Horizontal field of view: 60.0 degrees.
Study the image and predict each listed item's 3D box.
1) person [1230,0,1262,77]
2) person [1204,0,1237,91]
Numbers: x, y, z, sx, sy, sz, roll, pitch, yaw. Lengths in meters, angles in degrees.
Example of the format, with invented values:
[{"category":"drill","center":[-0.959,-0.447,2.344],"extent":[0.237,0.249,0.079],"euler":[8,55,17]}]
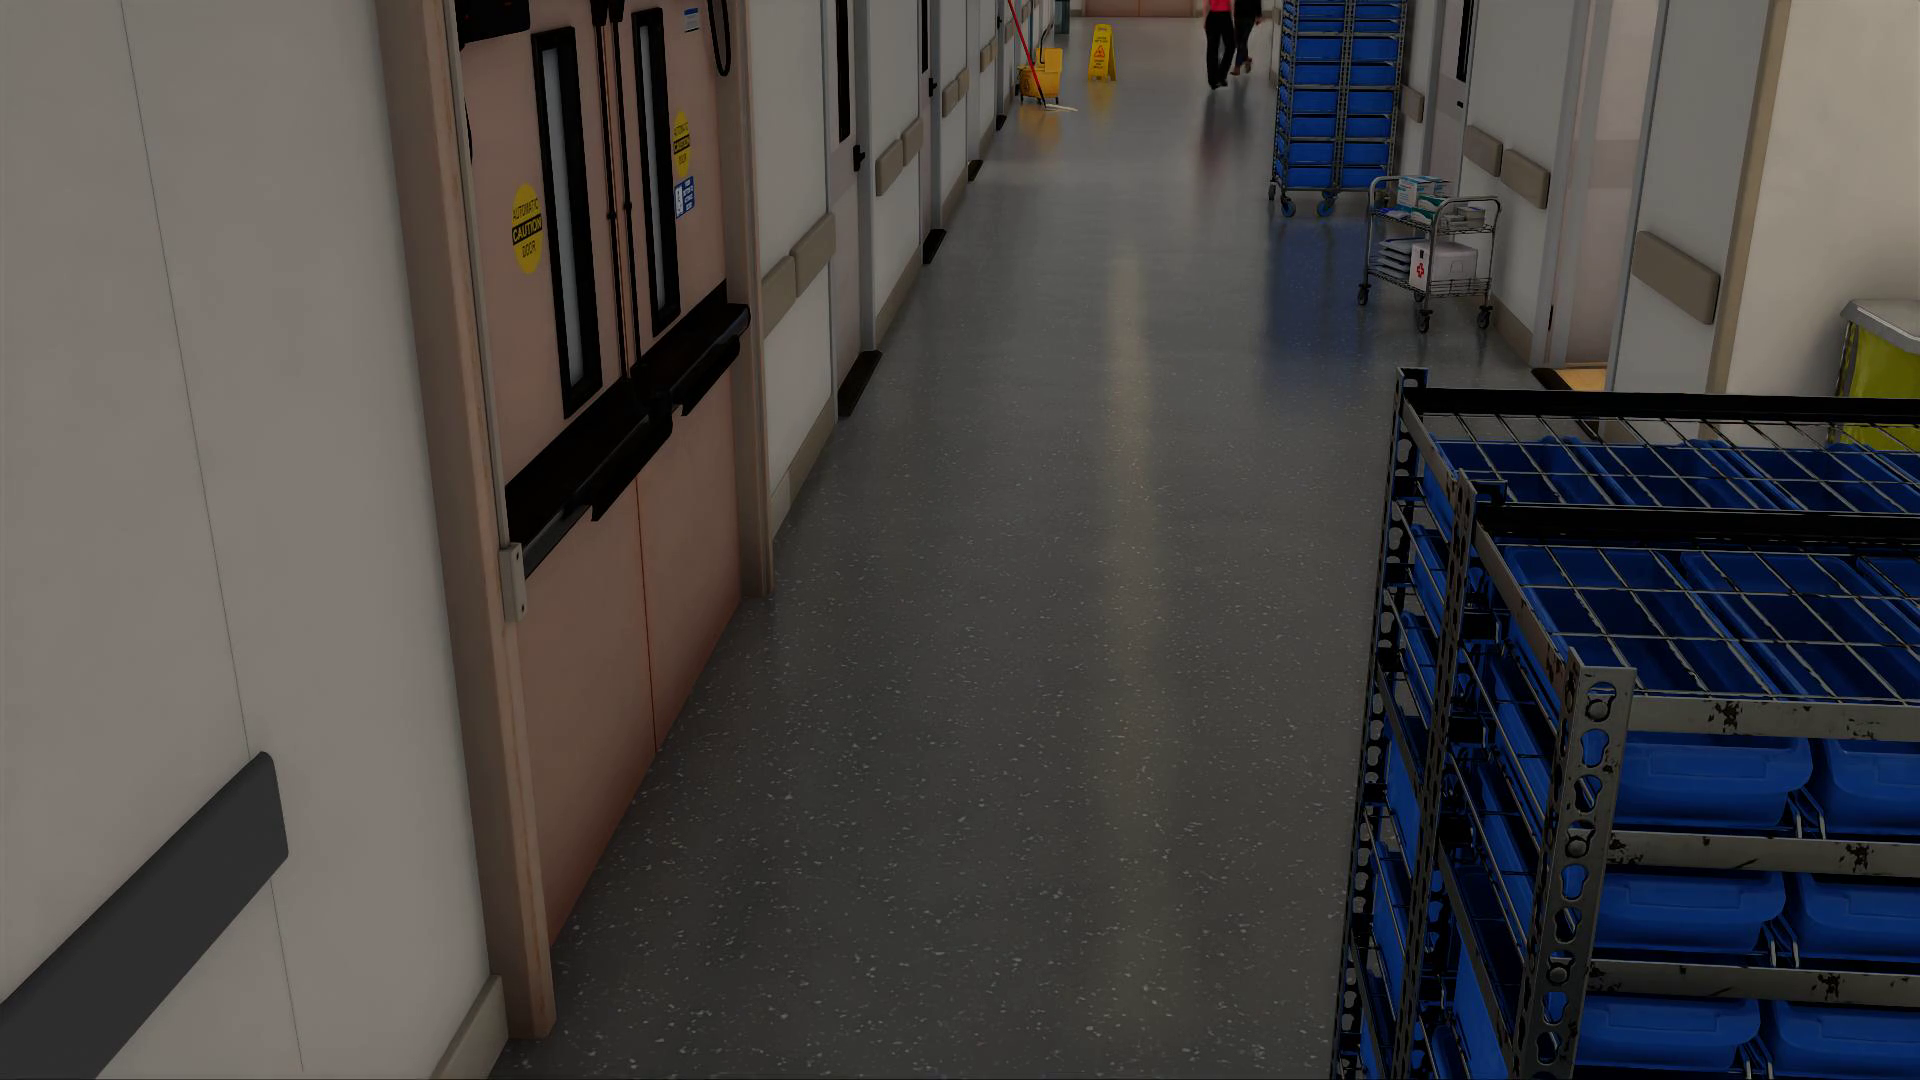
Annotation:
[{"category":"person","center":[4.075,-7.527,23.812],"extent":[0.969,1.700,1.153],"euler":[12,24,29]},{"category":"person","center":[3.396,-6.756,21.844],"extent":[0.668,1.653,0.692],"euler":[9,23,22]}]
